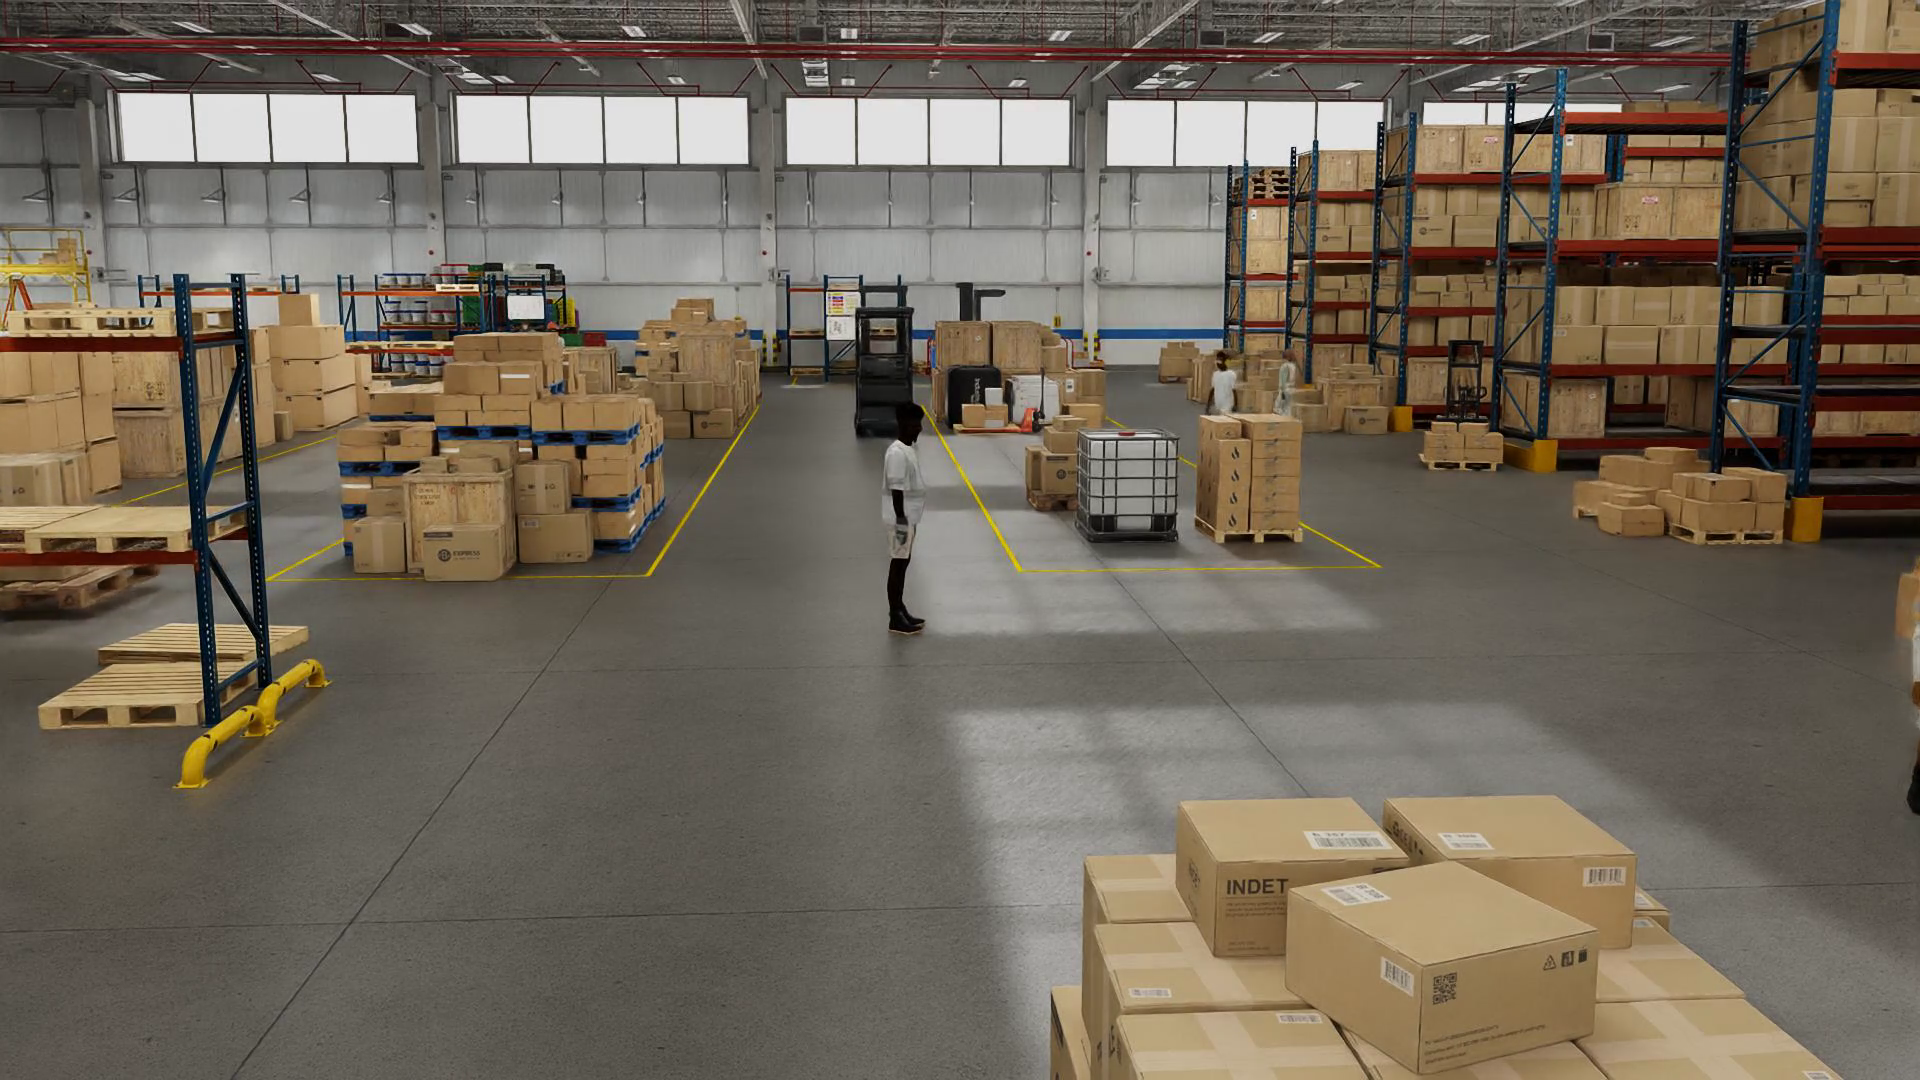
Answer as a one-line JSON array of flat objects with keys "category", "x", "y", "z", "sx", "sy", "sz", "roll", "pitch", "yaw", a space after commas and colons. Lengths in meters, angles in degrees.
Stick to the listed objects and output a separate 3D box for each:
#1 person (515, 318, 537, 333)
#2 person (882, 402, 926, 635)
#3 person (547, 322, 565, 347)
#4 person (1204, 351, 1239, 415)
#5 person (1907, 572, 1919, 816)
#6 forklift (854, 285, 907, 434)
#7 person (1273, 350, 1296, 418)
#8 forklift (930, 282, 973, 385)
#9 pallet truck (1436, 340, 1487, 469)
[{"category": "person", "x": -11.076, "y": -4.701, "z": 42.535, "sx": 0.651, "sy": 1.928, "sz": 0.472, "roll": -2, "pitch": 9, "yaw": -13}, {"category": "person", "x": -0.472, "y": -0.188, "z": 14.089, "sx": 0.372, "sy": 1.961, "sz": 0.601, "roll": 1, "pitch": 9, "yaw": 6}, {"category": "person", "x": -9.620, "y": -4.198, "z": 39.392, "sx": 0.562, "sy": 1.922, "sz": 0.427, "roll": -7, "pitch": 12, "yaw": -38}, {"category": "person", "x": 4.214, "y": -2.119, "z": 26.675, "sx": 0.995, "sy": 1.825, "sz": 0.535, "roll": -6, "pitch": 11, "yaw": -34}, {"category": "person", "x": 5.319, "y": 0.680, "z": 8.802, "sx": 0.539, "sy": 1.915, "sz": 0.832, "roll": 4, "pitch": 10, "yaw": 24}, {"category": "forklift", "x": -1.480, "y": -3.512, "z": 32.083, "sx": 1.129, "sy": 2.768, "sz": 1.873, "roll": -1, "pitch": 9, "yaw": -5}, {"category": "person", "x": 6.164, "y": -2.788, "z": 31.470, "sx": 0.360, "sy": 1.619, "sz": 0.512, "roll": 7, "pitch": 12, "yaw": 39}, {"category": "forklift", "x": 0.141, "y": -5.571, "z": 45.009, "sx": 1.873, "sy": 2.768, "sz": 1.129, "roll": -1, "pitch": 9, "yaw": -4}, {"category": "pallet truck", "x": 8.004, "y": -2.170, "z": 26.422, "sx": 0.823, "sy": 1.965, "sz": 1.885, "roll": 2, "pitch": 9, "yaw": 14}]
